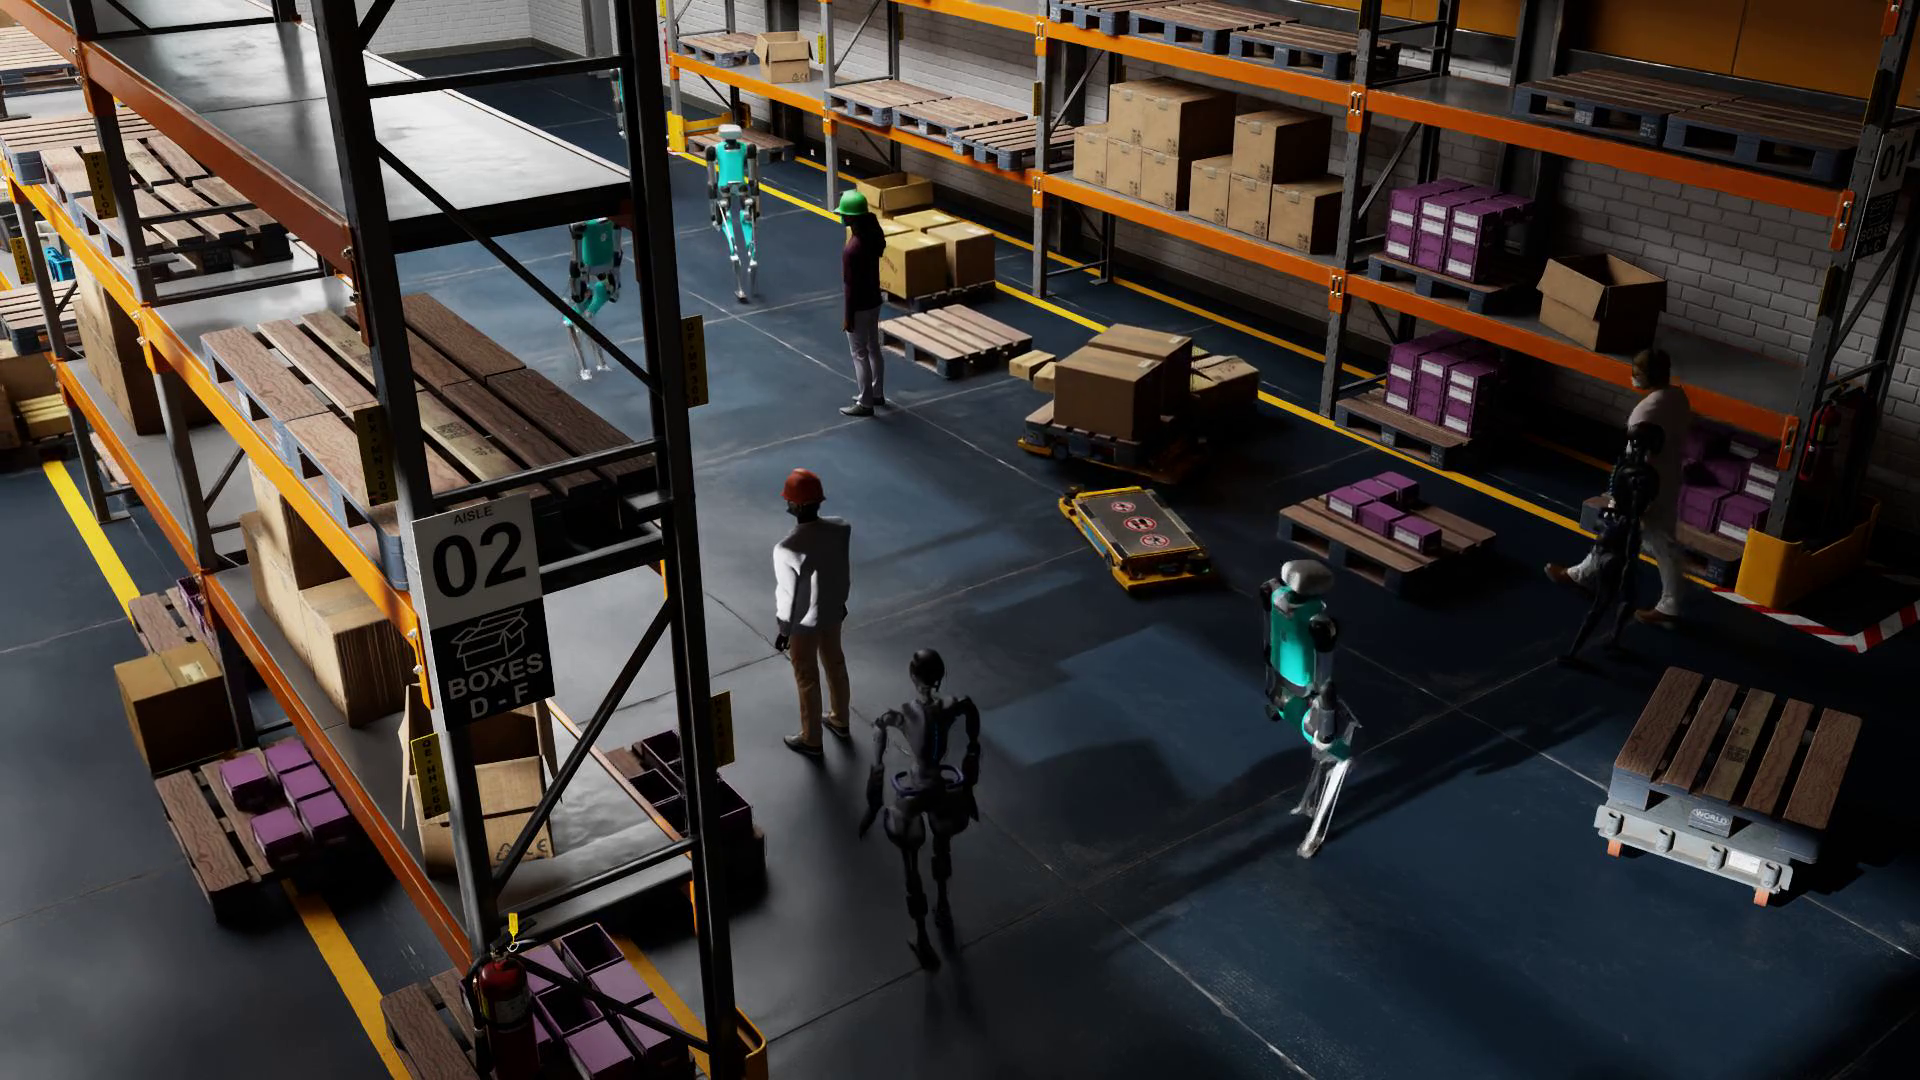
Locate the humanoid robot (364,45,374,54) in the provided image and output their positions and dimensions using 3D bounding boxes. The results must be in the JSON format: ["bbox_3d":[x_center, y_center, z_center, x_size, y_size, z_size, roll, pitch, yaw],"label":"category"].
[{"bbox_3d":[-7.710,-5.576,21.522,0.451,1.632,0.615,-17,31,-30],"label":"humanoid robot"}]

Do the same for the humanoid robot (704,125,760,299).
[{"bbox_3d":[-2.223,-3.212,16.827,0.540,1.855,0.772,-10,28,-19],"label":"humanoid robot"}]

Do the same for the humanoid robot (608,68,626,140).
[{"bbox_3d":[-3.879,-5.106,20.361,0.533,1.677,0.735,-18,32,-32],"label":"humanoid robot"}]

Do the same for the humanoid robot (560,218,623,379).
[{"bbox_3d":[-3.355,-2.267,14.875,0.796,1.770,0.531,22,34,36],"label":"humanoid robot"}]

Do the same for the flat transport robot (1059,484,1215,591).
[{"bbox_3d":[1.264,-0.055,12.096,0.659,0.231,1.431,-8,28,-15],"label":"flat transport robot"}]

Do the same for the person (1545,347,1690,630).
[{"bbox_3d":[4.460,-0.359,10.919,0.635,1.865,1.010,-21,33,-35],"label":"person"}]

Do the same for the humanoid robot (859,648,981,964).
[{"bbox_3d":[-0.194,1.247,7.948,0.603,1.649,0.494,-9,28,-17],"label":"humanoid robot"}]

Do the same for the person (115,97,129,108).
[{"bbox_3d":[-10.685,-5.504,21.017,0.610,1.995,0.376,5,27,10],"label":"person"}]

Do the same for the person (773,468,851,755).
[{"bbox_3d":[-0.862,0.405,9.527,0.342,1.749,0.571,20,33,35],"label":"person"}]

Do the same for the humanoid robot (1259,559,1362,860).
[{"bbox_3d":[1.921,0.852,8.668,0.822,1.783,0.588,-13,29,-24],"label":"humanoid robot"}]

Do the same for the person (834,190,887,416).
[{"bbox_3d":[-0.831,-1.998,14.107,0.431,1.944,0.482,12,29,22],"label":"person"}]

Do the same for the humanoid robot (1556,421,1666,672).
[{"bbox_3d":[4.115,0.022,10.382,0.536,1.637,0.600,5,27,10],"label":"humanoid robot"}]

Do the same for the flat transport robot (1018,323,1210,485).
[{"bbox_3d":[1.251,-0.785,13.548,1.431,0.231,0.659,15,31,28],"label":"flat transport robot"}]
